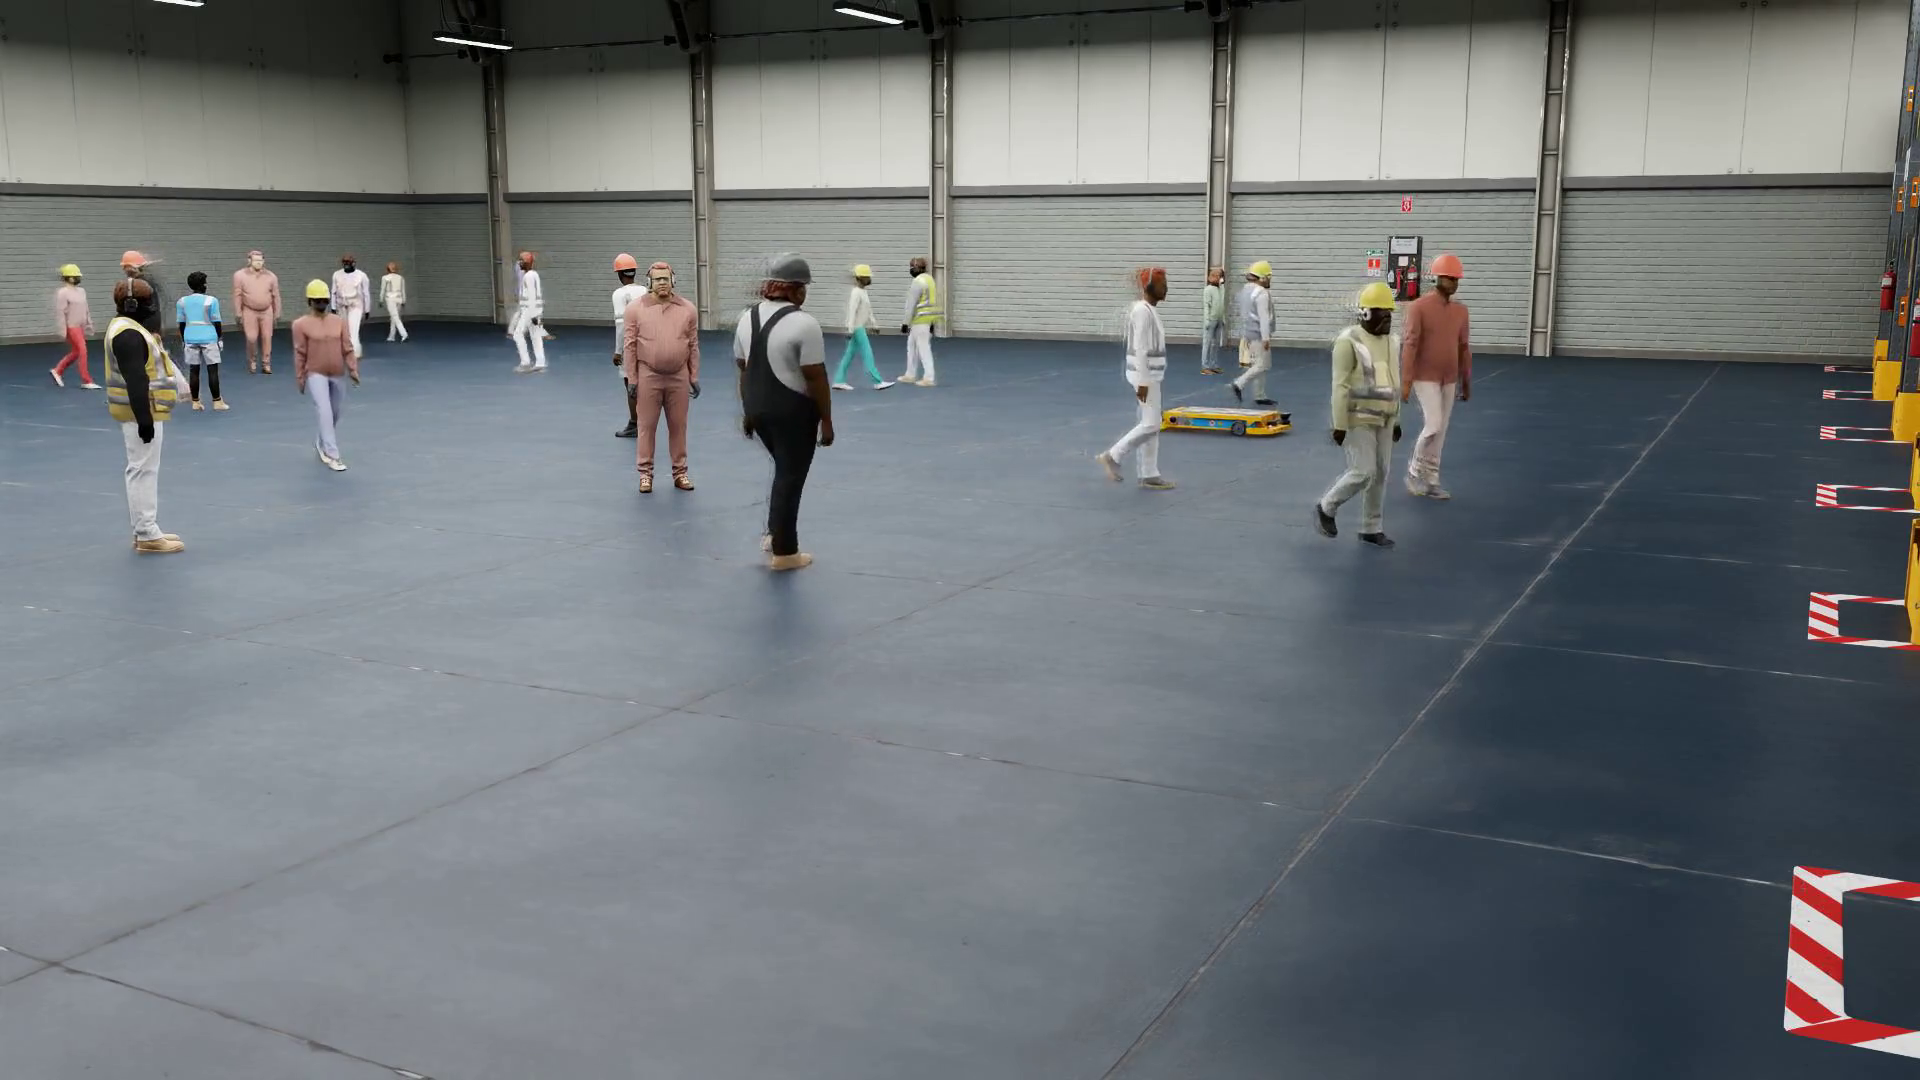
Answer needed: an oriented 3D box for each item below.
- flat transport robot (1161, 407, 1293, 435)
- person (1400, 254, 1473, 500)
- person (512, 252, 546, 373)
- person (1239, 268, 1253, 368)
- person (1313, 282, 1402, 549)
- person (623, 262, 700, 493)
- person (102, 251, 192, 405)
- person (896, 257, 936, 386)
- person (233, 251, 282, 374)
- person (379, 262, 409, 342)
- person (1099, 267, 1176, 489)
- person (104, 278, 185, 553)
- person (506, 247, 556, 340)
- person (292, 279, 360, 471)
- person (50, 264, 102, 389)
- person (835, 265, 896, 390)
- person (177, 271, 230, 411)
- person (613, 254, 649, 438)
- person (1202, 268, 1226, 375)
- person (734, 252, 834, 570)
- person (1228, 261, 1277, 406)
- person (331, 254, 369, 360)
[{"bbox_3d":[2.829,-1.307,18.089,1.431,0.197,0.652,6,12,28],"label":"flat transport robot"},{"bbox_3d":[3.849,-1.296,13.362,0.649,1.978,0.443,-6,12,-28],"label":"person"},{"bbox_3d":[-6.738,-3.511,25.761,0.638,1.861,0.583,0,10,-2],"label":"person"},{"bbox_3d":[4.711,-3.598,26.901,0.299,1.626,0.498,-2,11,-10],"label":"person"},{"bbox_3d":[2.757,-0.843,11.356,0.599,1.818,0.499,-8,13,-38],"label":"person"},{"bbox_3d":[-2.470,-1.349,13.859,0.639,1.908,0.409,-4,11,-23],"label":"person"},{"bbox_3d":[-10.212,-2.649,20.875,1.048,1.940,0.655,-5,11,-25],"label":"person"},{"bbox_3d":[-0.677,-3.094,23.632,0.764,1.818,0.631,3,11,15],"label":"person"},{"bbox_3d":[-10.752,-3.478,25.512,0.672,1.886,0.455,-7,12,-33],"label":"person"},{"bbox_3d":[-11.283,-4.755,33.235,0.805,1.608,0.513,6,12,31],"label":"person"},{"bbox_3d":[1.528,-1.345,13.932,0.546,1.872,0.602,3,11,16],"label":"person"},{"bbox_3d":[-5.504,-0.834,11.221,0.429,1.842,0.633,-6,12,-28],"label":"person"},{"bbox_3d":[-8.810,-4.991,33.809,1.028,1.891,0.634,-1,10,-6],"label":"person"},{"bbox_3d":[-5.861,-1.532,15.300,0.836,1.736,0.520,10,14,43],"label":"person"},{"bbox_3d":[-12.354,-2.963,23.095,0.763,1.742,0.521,1,10,4],"label":"person"},{"bbox_3d":[-1.330,-2.905,22.837,0.888,1.722,0.538,1,10,4],"label":"person"},{"bbox_3d":[-9.192,-2.402,20.166,0.532,1.697,0.322,1,10,3],"label":"person"},{"bbox_3d":[-3.484,-2.047,17.589,0.376,1.933,0.545,5,12,27],"label":"person"},{"bbox_3d":[3.919,-3.363,25.584,0.268,1.630,0.507,10,14,42],"label":"person"},{"bbox_3d":[-1.069,-0.834,10.678,0.710,2.000,0.582,10,14,42],"label":"person"},{"bbox_3d":[3.657,-2.544,20.605,0.590,1.820,0.607,-1,10,-7],"label":"person"},{"bbox_3d":[-10.440,-3.998,28.571,0.619,1.816,0.885,1,10,5],"label":"person"}]
